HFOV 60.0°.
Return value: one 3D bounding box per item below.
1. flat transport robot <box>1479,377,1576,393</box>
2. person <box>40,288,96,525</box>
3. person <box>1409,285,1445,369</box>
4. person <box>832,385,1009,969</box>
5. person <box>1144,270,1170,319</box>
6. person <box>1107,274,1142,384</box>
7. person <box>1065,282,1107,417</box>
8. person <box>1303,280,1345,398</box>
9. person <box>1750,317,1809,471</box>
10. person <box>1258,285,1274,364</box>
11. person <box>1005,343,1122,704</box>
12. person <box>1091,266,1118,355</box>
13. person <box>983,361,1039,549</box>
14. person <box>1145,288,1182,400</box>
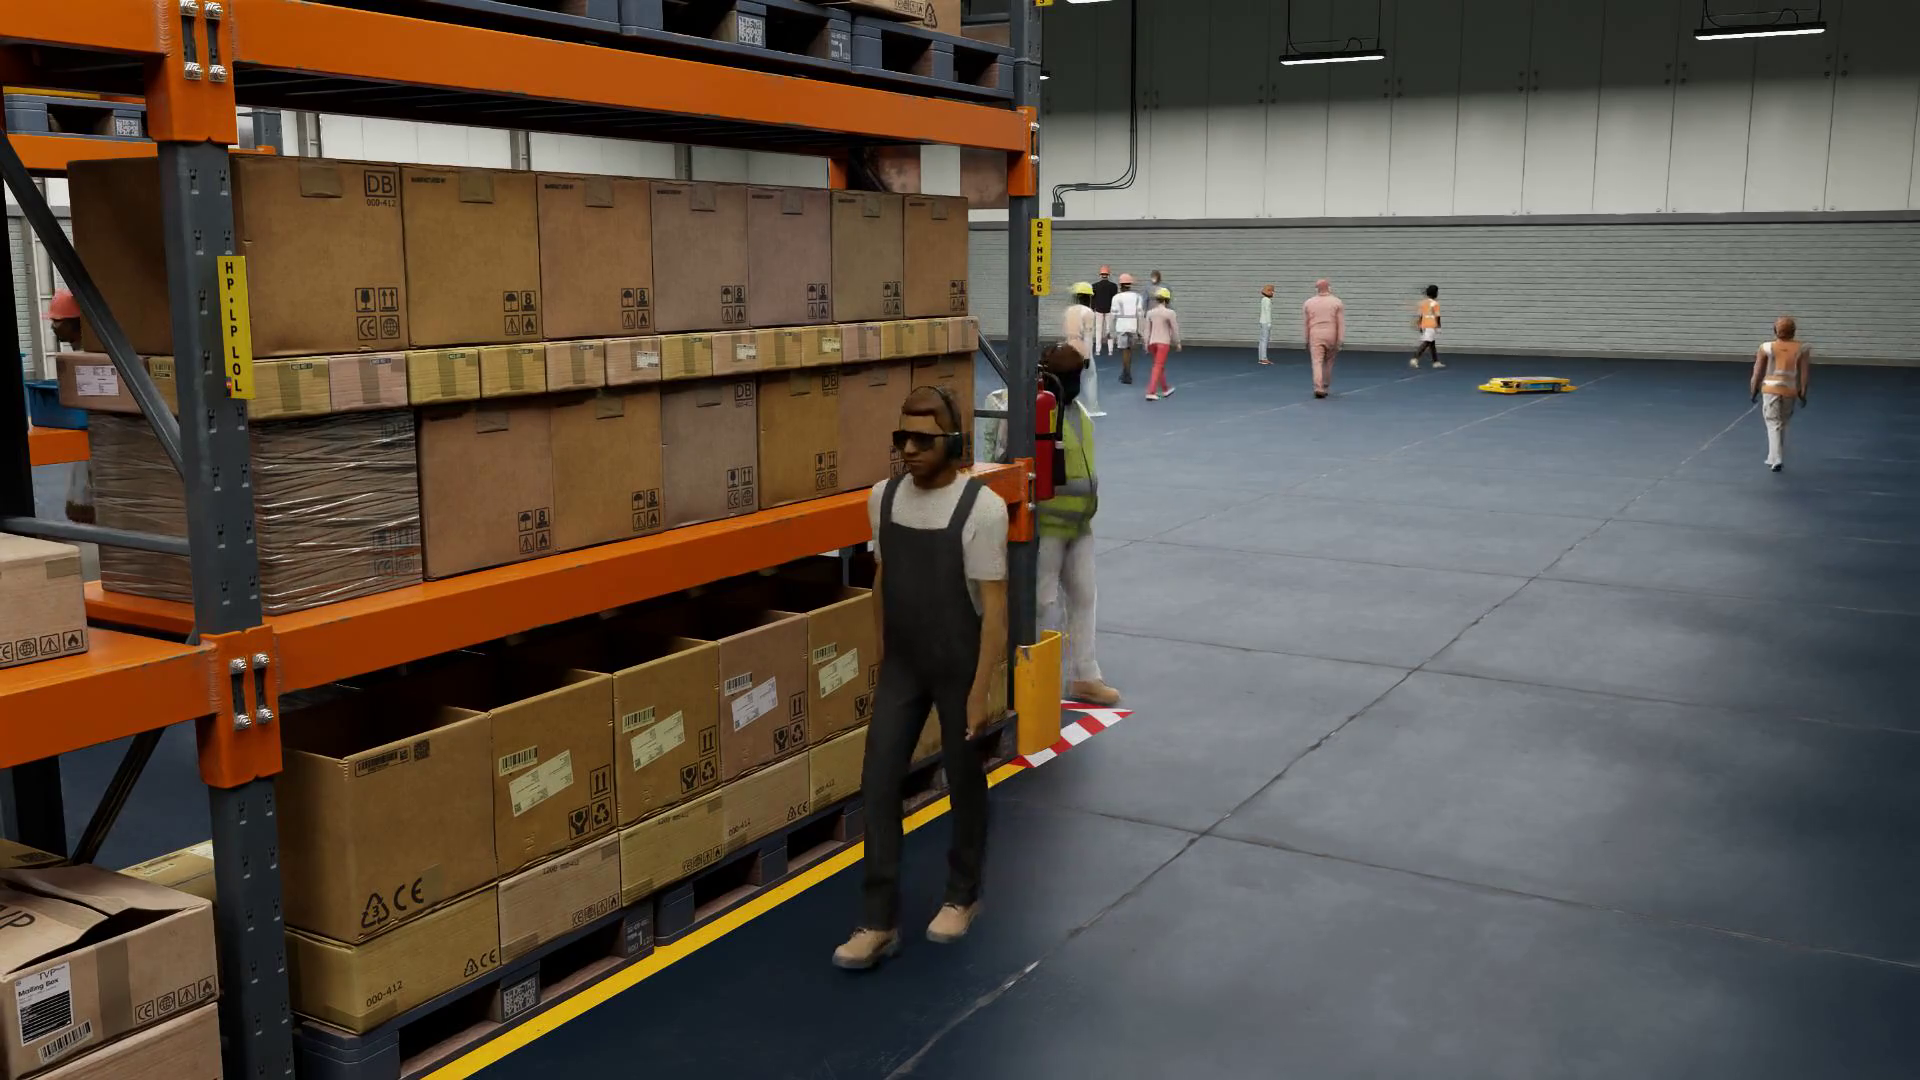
[{"bbox_3d":[9.304,-2.549,27.237,1.431,0.197,0.652,-4,10,-21],"label":"flat transport robot"},{"bbox_3d":[-5.441,-0.567,10.482,0.553,2.033,0.626,-6,11,-30],"label":"person"},{"bbox_3d":[9.271,-4.214,32.934,0.861,1.658,0.539,-3,10,-18],"label":"person"},{"bbox_3d":[-0.133,0.440,5.177,0.522,1.818,0.800,5,11,28],"label":"person"},{"bbox_3d":[4.561,-5.265,38.337,0.657,1.916,0.640,5,11,29],"label":"person"},{"bbox_3d":[2.851,-3.699,29.171,0.566,1.902,0.851,-4,10,-21],"label":"person"},{"bbox_3d":[1.594,-2.594,22.805,0.962,1.887,0.595,-7,12,-34],"label":"person"},{"bbox_3d":[5.737,-3.170,26.250,0.647,1.864,0.914,1,10,6],"label":"person"},{"bbox_3d":[8.553,-1.525,17.354,0.526,1.603,0.837,2,10,11],"label":"person"},{"bbox_3d":[6.372,-4.479,34.556,0.282,1.632,0.498,0,10,-2],"label":"person"},{"bbox_3d":[0.421,-0.088,8.343,0.761,1.812,0.632,7,12,35],"label":"person"},{"bbox_3d":[3.251,-5.157,37.467,0.626,1.992,0.387,0,10,0],"label":"person"},{"bbox_3d":[0.394,-0.399,10.646,0.513,1.641,0.309,-3,10,-14],"label":"person"},{"bbox_3d":[3.163,-3.039,25.863,0.890,1.722,0.537,-9,13,-42],"label":"person"}]
